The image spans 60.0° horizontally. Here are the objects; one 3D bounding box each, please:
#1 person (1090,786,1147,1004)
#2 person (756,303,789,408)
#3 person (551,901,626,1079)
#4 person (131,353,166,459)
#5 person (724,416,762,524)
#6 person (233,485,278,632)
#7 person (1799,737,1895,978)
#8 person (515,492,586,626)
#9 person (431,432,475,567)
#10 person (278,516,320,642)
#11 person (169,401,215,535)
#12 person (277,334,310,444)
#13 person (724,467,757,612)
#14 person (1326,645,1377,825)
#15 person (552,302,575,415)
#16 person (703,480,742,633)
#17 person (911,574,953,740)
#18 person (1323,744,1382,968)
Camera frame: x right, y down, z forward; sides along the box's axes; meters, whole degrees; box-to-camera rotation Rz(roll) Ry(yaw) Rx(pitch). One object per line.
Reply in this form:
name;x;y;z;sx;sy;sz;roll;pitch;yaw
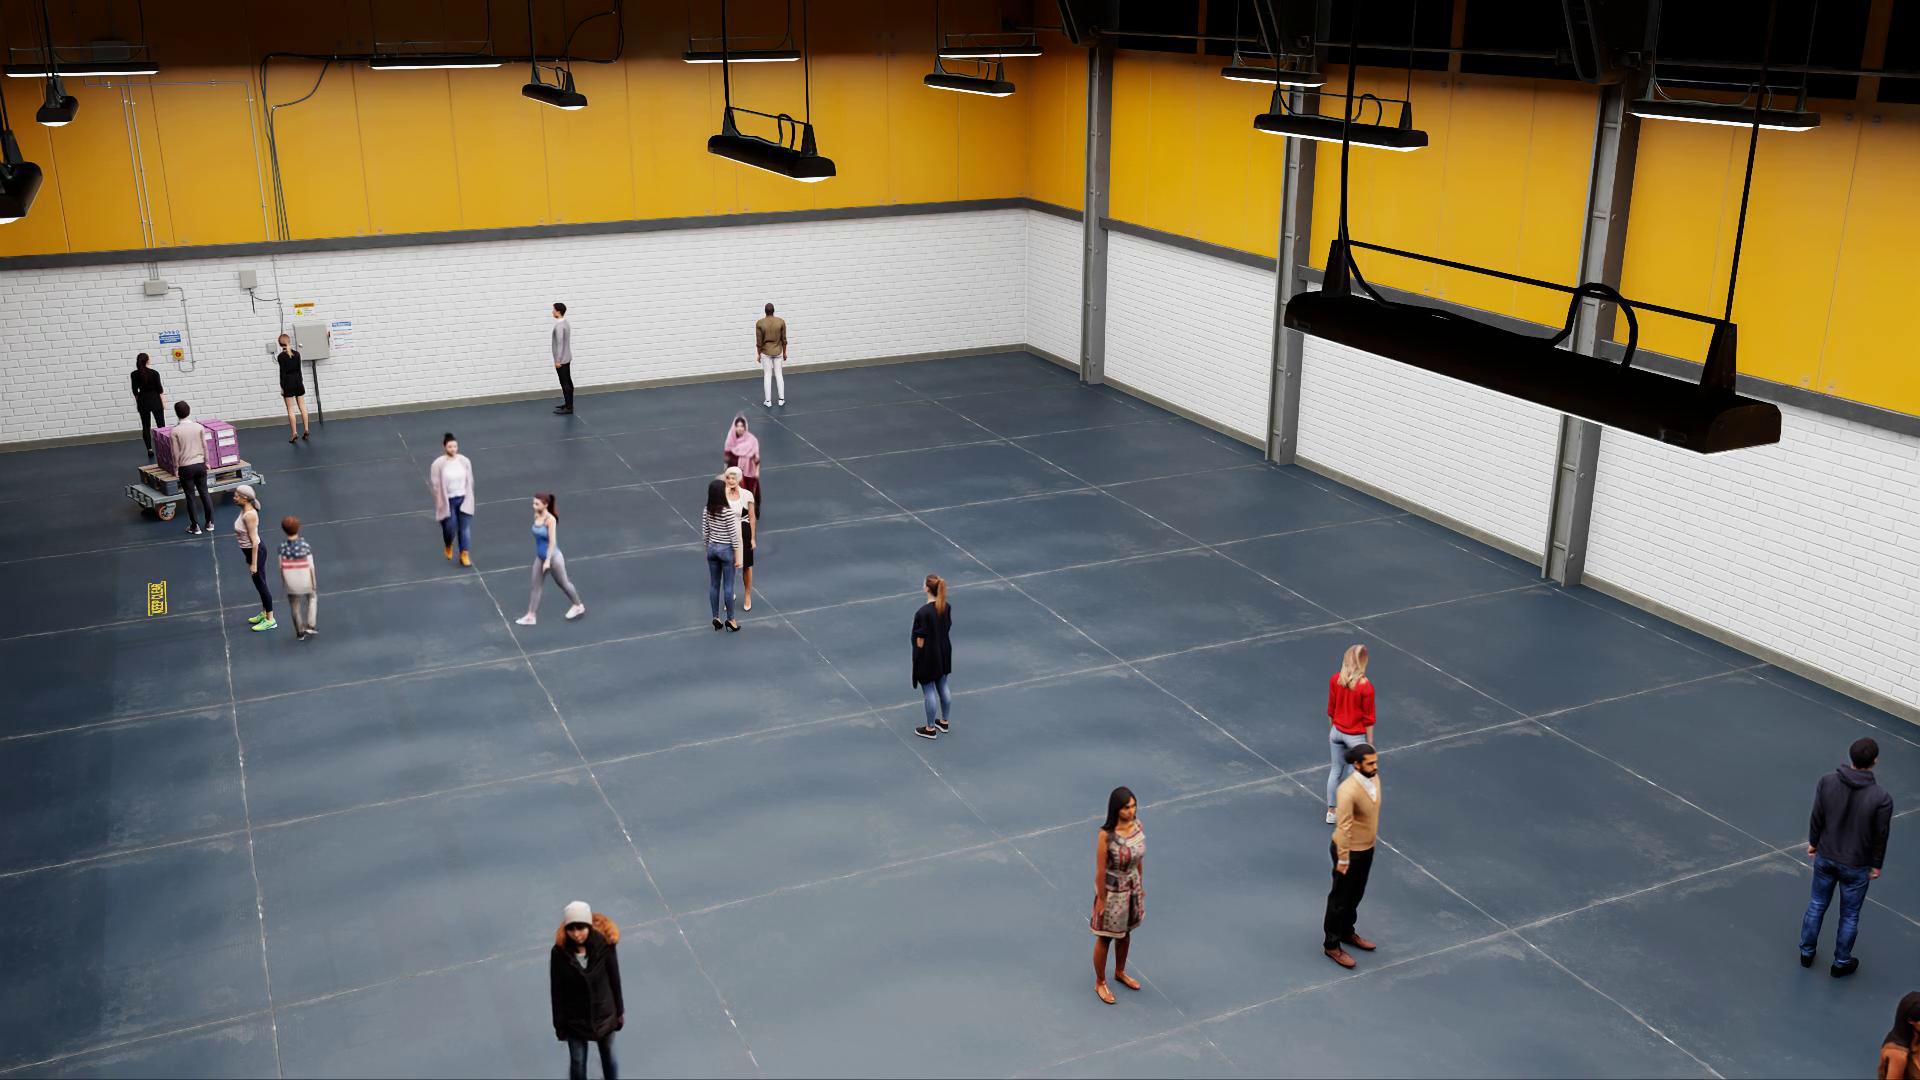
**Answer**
person;1.159;2.555;12.153;0.696;1.645;0.609;-14;23;-36
person;-3.290;-3.254;29.121;0.754;1.825;0.640;-5;19;-14
person;-2.390;3.036;10.752;0.663;1.627;0.639;-4;19;-13
person;-12.646;-2.102;25.956;0.665;1.660;0.652;-2;19;-5
person;-2.953;-0.905;22.458;0.740;1.624;0.792;-3;19;-8
person;-8.096;0.185;19.101;0.675;1.702;0.476;-10;21;-27
person;6.571;2.350;12.370;0.649;1.894;0.811;17;25;40
person;-4.673;0.215;19.223;0.895;1.566;1.093;-17;25;-41
person;-6.463;-0.531;21.170;0.777;1.738;0.817;-12;22;-32
person;-7.469;0.448;18.742;0.592;1.431;0.592;-4;19;-11
person;-10.367;-0.988;22.418;0.657;1.807;0.695;17;25;42
person;-10.791;-2.457;26.841;0.687;1.767;0.663;11;22;30
person;-2.633;-0.023;19.635;0.701;1.755;0.713;3;19;8
person;3.405;1.722;14.558;0.569;1.687;0.737;18;25;42
person;-6.832;-3.143;28.634;0.885;1.923;0.723;-1;19;-3
person;-2.728;0.180;18.968;0.616;1.795;0.711;10;21;27
person;-0.252;1.129;16.323;0.698;1.684;0.673;-18;25;-42
person;2.991;2.344;12.607;0.721;1.754;0.738;16;24;39
